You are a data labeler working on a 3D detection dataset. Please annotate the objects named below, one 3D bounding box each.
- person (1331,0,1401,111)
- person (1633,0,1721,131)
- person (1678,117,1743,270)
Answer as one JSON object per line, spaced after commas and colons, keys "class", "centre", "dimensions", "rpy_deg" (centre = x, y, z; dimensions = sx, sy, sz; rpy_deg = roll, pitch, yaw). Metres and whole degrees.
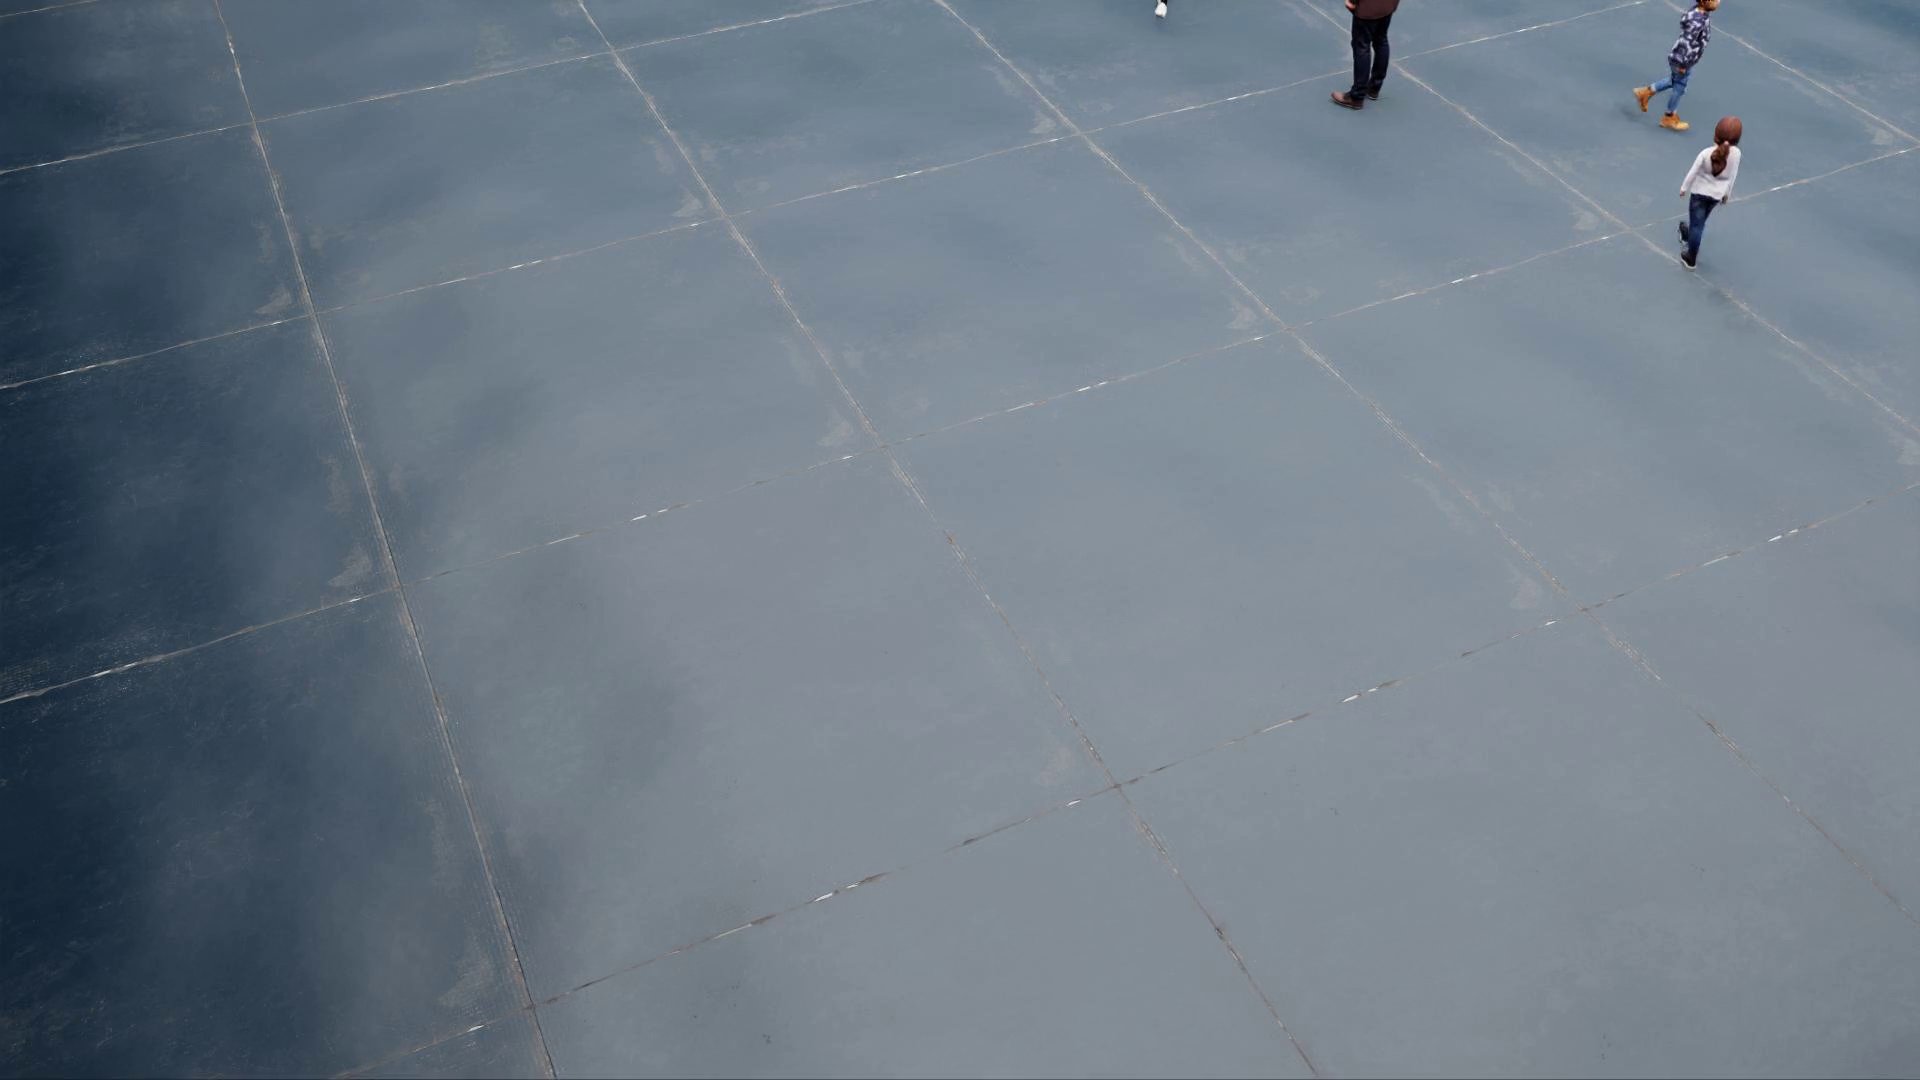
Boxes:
{"class": "person", "centre": [3.298, -4.326, 13.145], "dimensions": [0.827, 1.848, 0.779], "rpy_deg": [-30, 50, -29]}
{"class": "person", "centre": [5.657, -3.840, 13.063], "dimensions": [0.804, 1.239, 0.715], "rpy_deg": [21, 46, 21]}
{"class": "person", "centre": [5.234, -2.402, 11.588], "dimensions": [0.609, 1.093, 0.767], "rpy_deg": [-2, 42, -2]}
